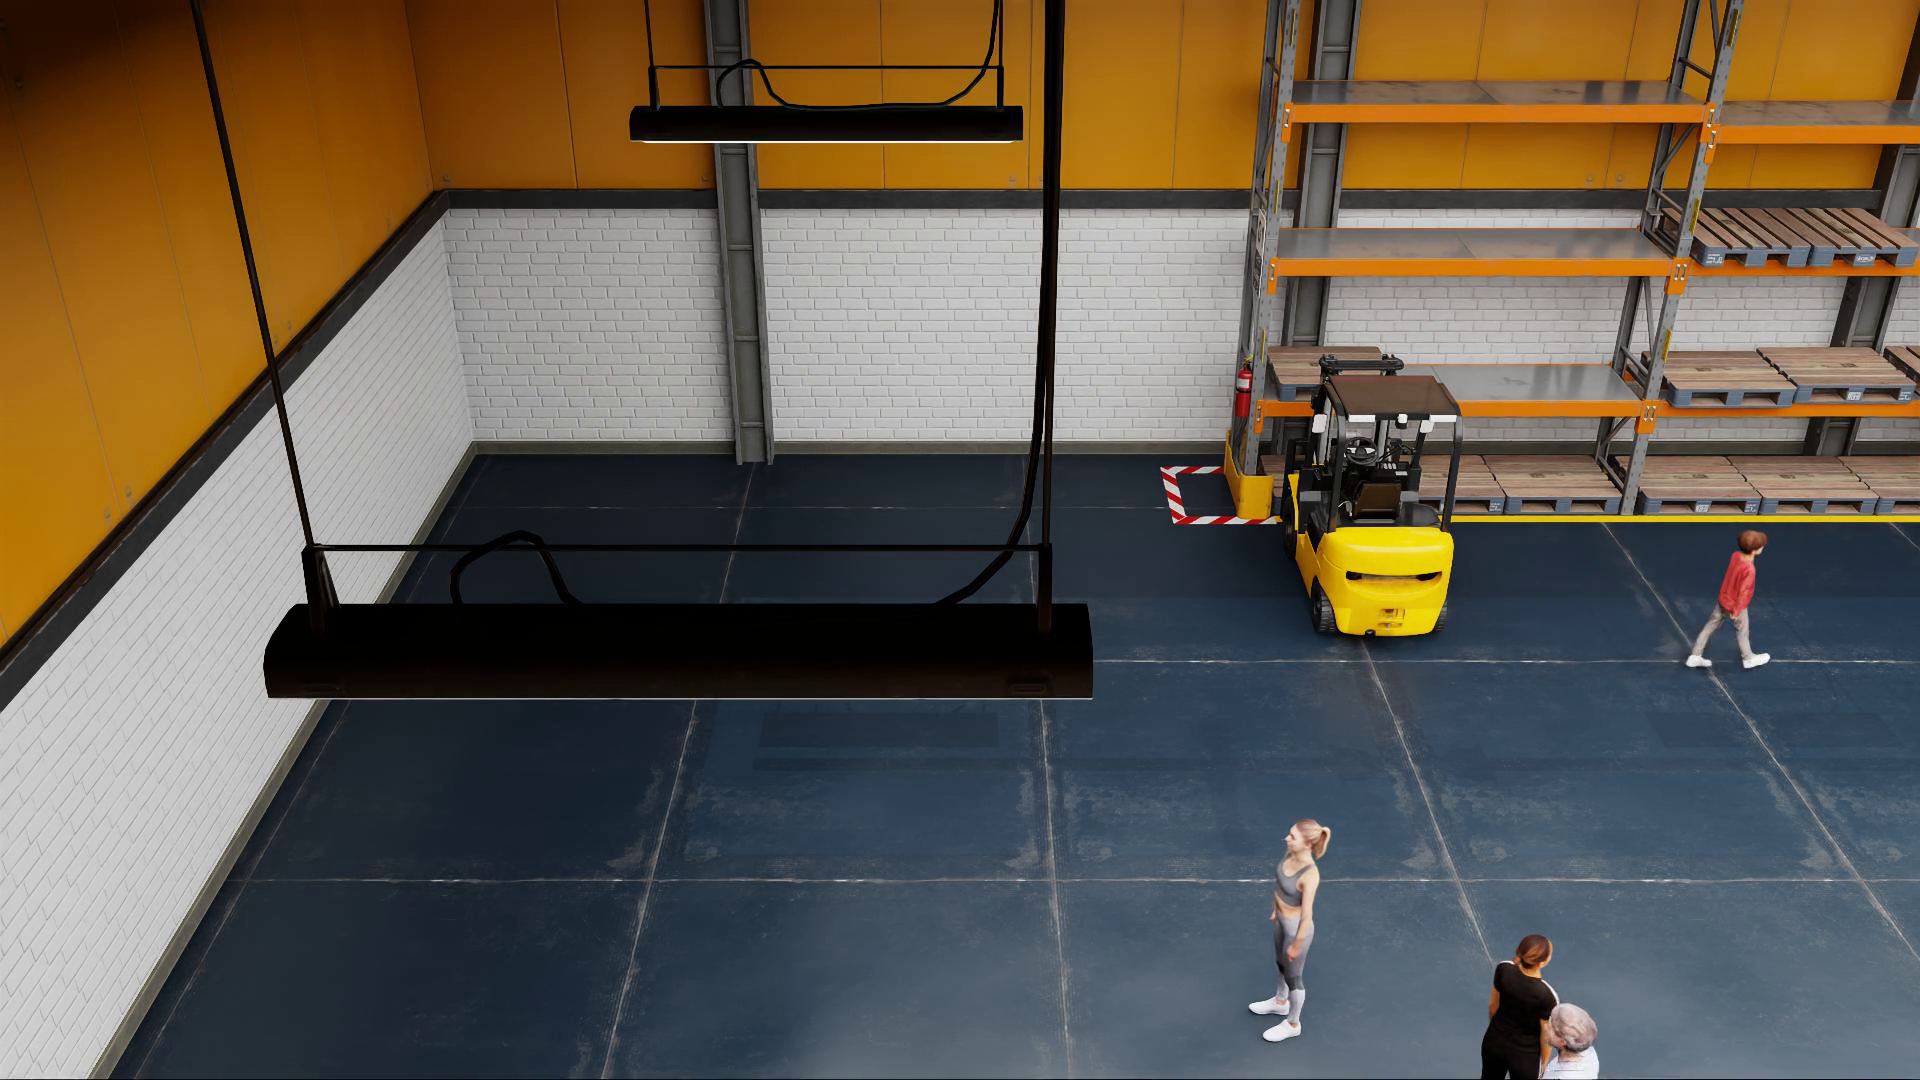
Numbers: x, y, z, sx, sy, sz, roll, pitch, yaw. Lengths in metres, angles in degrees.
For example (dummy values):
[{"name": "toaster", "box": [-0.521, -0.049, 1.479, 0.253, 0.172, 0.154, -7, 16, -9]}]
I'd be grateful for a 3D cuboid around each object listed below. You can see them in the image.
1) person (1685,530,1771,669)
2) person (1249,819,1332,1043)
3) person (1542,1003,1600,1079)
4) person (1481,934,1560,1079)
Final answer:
[{"name": "person", "box": [6.690, 0.549, 14.542, 0.948, 1.383, 0.608, -4, 29, -7]}, {"name": "person", "box": [2.141, 2.478, 10.671, 0.593, 1.703, 0.594, -5, 29, -8]}, {"name": "person", "box": [3.304, 3.312, 8.977, 1.030, 1.862, 0.876, 14, 31, 23]}, {"name": "person", "box": [3.259, 2.984, 9.780, 0.690, 1.668, 0.662, -19, 34, -30]}]
